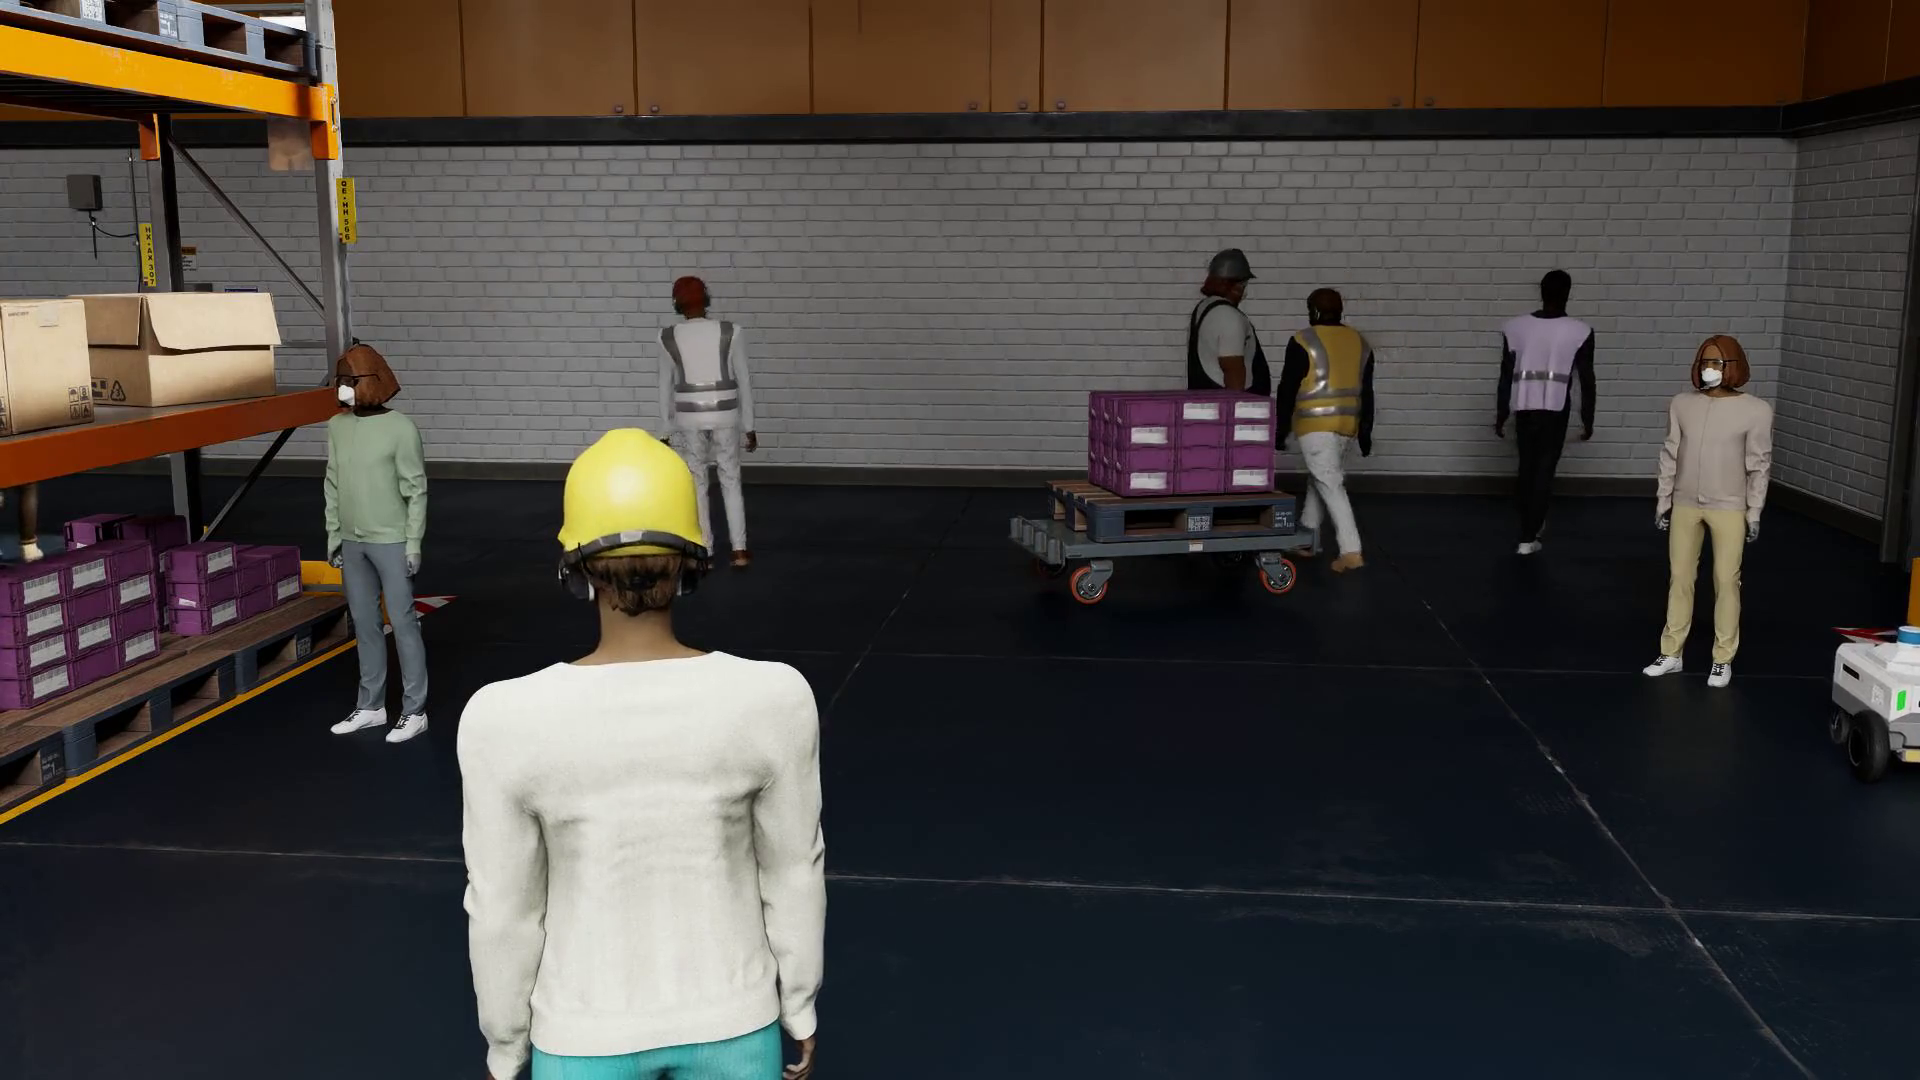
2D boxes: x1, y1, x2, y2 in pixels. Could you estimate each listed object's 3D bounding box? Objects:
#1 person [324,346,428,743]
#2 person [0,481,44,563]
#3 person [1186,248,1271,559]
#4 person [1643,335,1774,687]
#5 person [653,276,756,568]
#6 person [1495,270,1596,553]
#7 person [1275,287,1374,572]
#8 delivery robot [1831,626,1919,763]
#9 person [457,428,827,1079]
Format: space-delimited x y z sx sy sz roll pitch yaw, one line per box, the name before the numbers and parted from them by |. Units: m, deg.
person | -2.418 0.018 6.874 0.508 1.632 0.271 5 11 26
person | -6.102 -0.671 10.685 0.536 1.683 0.389 -2 10 -12
person | 1.773 -0.898 10.952 0.535 2.000 0.684 -2 10 -11
person | 3.490 -0.136 7.755 0.280 1.634 0.498 -9 14 -43
person | -1.609 -0.721 10.523 0.644 1.859 0.377 -1 10 -8
person | 4.009 -0.878 11.302 0.612 1.872 0.948 7 12 33
person | 2.362 -0.709 10.632 0.624 1.795 0.969 -6 11 -29
delivery robot | 3.692 0.579 6.482 0.477 0.478 0.707 2 10 9
person | -0.457 0.718 2.483 0.525 1.772 0.305 -3 10 -16
